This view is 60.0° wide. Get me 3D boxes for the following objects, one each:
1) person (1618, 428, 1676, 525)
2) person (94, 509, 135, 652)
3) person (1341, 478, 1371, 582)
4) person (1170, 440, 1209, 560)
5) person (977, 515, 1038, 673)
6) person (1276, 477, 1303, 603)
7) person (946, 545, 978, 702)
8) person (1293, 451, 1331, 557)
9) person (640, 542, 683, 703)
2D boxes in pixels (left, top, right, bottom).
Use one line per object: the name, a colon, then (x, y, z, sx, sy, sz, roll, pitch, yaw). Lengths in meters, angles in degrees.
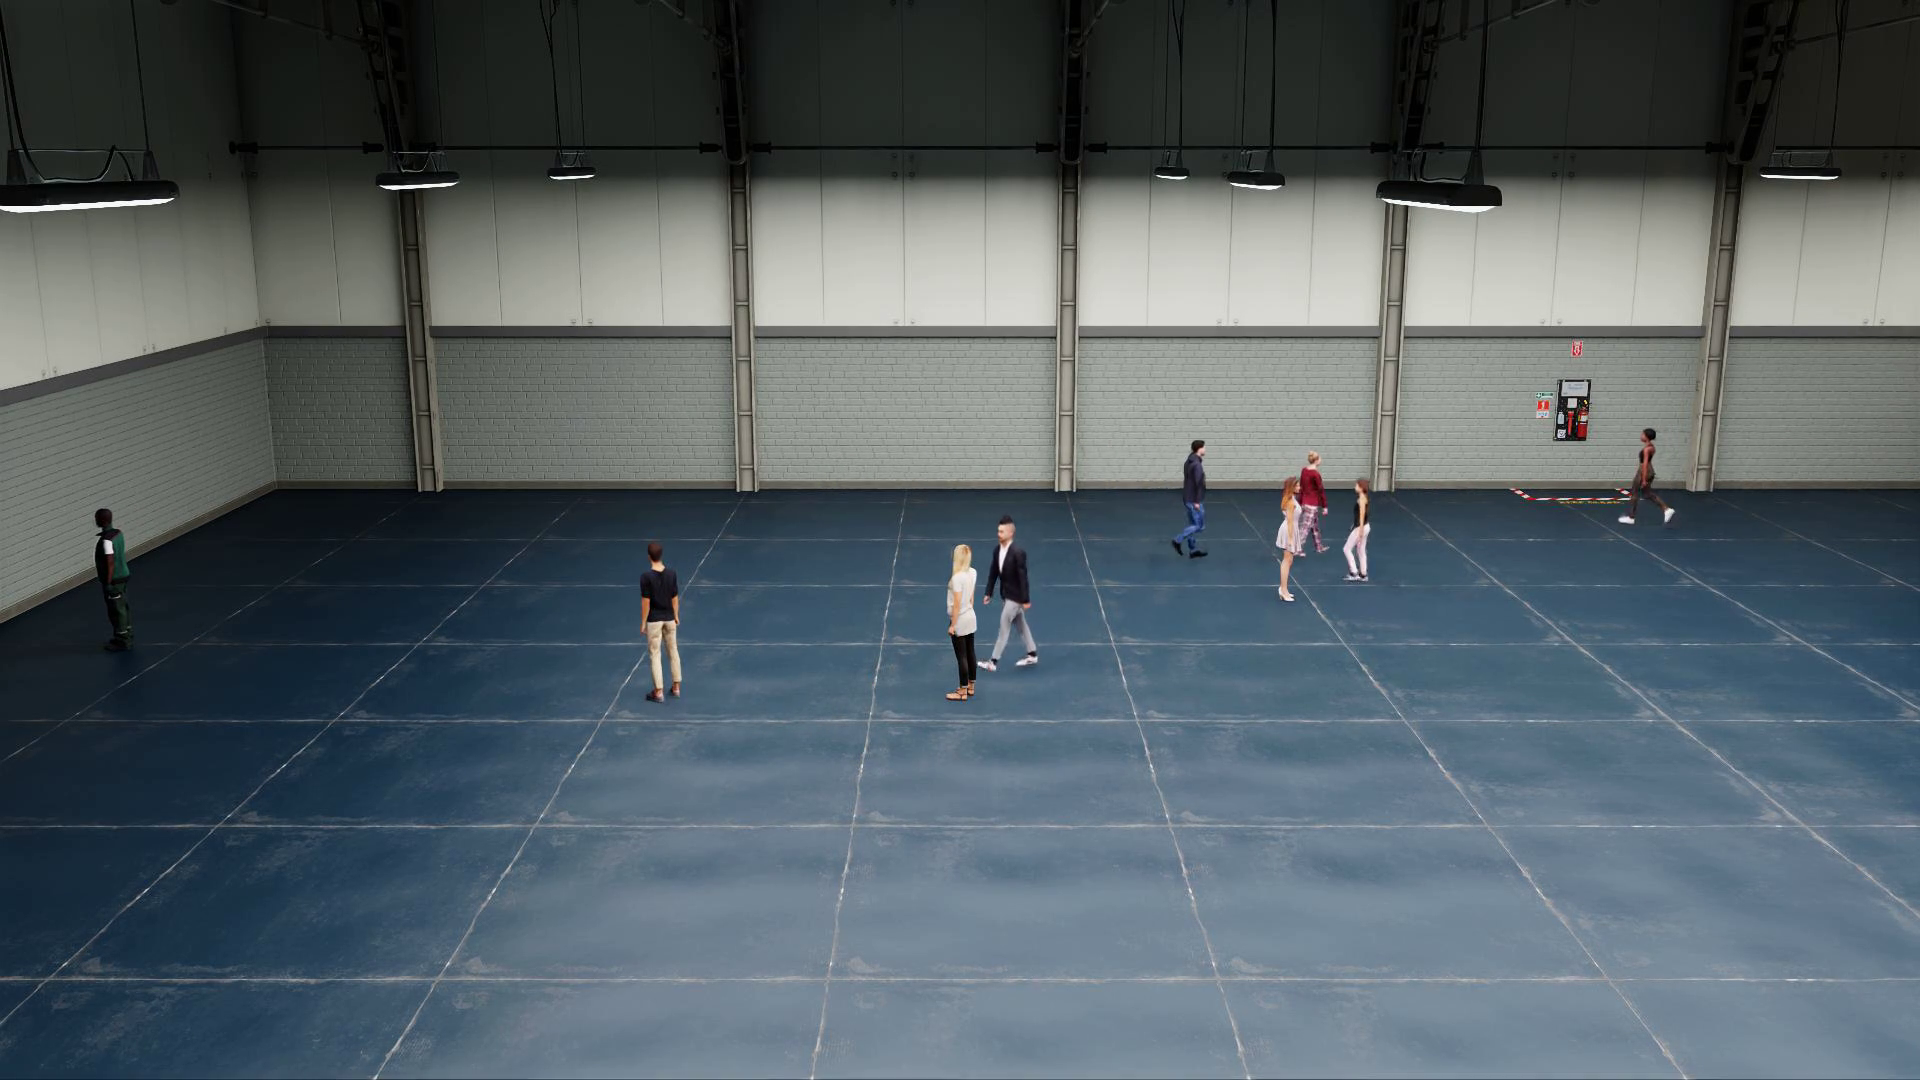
person: (11.708, -1.052, 28.195, 1.150, 1.669, 0.977, 9, 16, 33)
person: (-10.752, 0.494, 21.143, 0.680, 1.840, 0.735, -3, 13, -12)
person: (5.967, -0.137, 24.513, 0.694, 1.549, 0.635, 7, 15, 29)
person: (3.558, -0.618, 25.854, 0.954, 1.881, 0.795, -3, 13, -11)
person: (0.725, 0.653, 20.316, 1.289, 1.902, 1.080, -8, 15, -30)
person: (4.658, -0.025, 23.541, 0.637, 1.769, 0.615, 3, 13, 12)
person: (0.044, 0.943, 19.231, 0.681, 1.827, 0.673, 7, 15, 28)
person: (5.413, -0.546, 26.001, 1.042, 1.674, 0.848, -5, 14, -20)
person: (-3.459, 0.935, 19.204, 0.690, 1.854, 0.779, -10, 17, -38)
